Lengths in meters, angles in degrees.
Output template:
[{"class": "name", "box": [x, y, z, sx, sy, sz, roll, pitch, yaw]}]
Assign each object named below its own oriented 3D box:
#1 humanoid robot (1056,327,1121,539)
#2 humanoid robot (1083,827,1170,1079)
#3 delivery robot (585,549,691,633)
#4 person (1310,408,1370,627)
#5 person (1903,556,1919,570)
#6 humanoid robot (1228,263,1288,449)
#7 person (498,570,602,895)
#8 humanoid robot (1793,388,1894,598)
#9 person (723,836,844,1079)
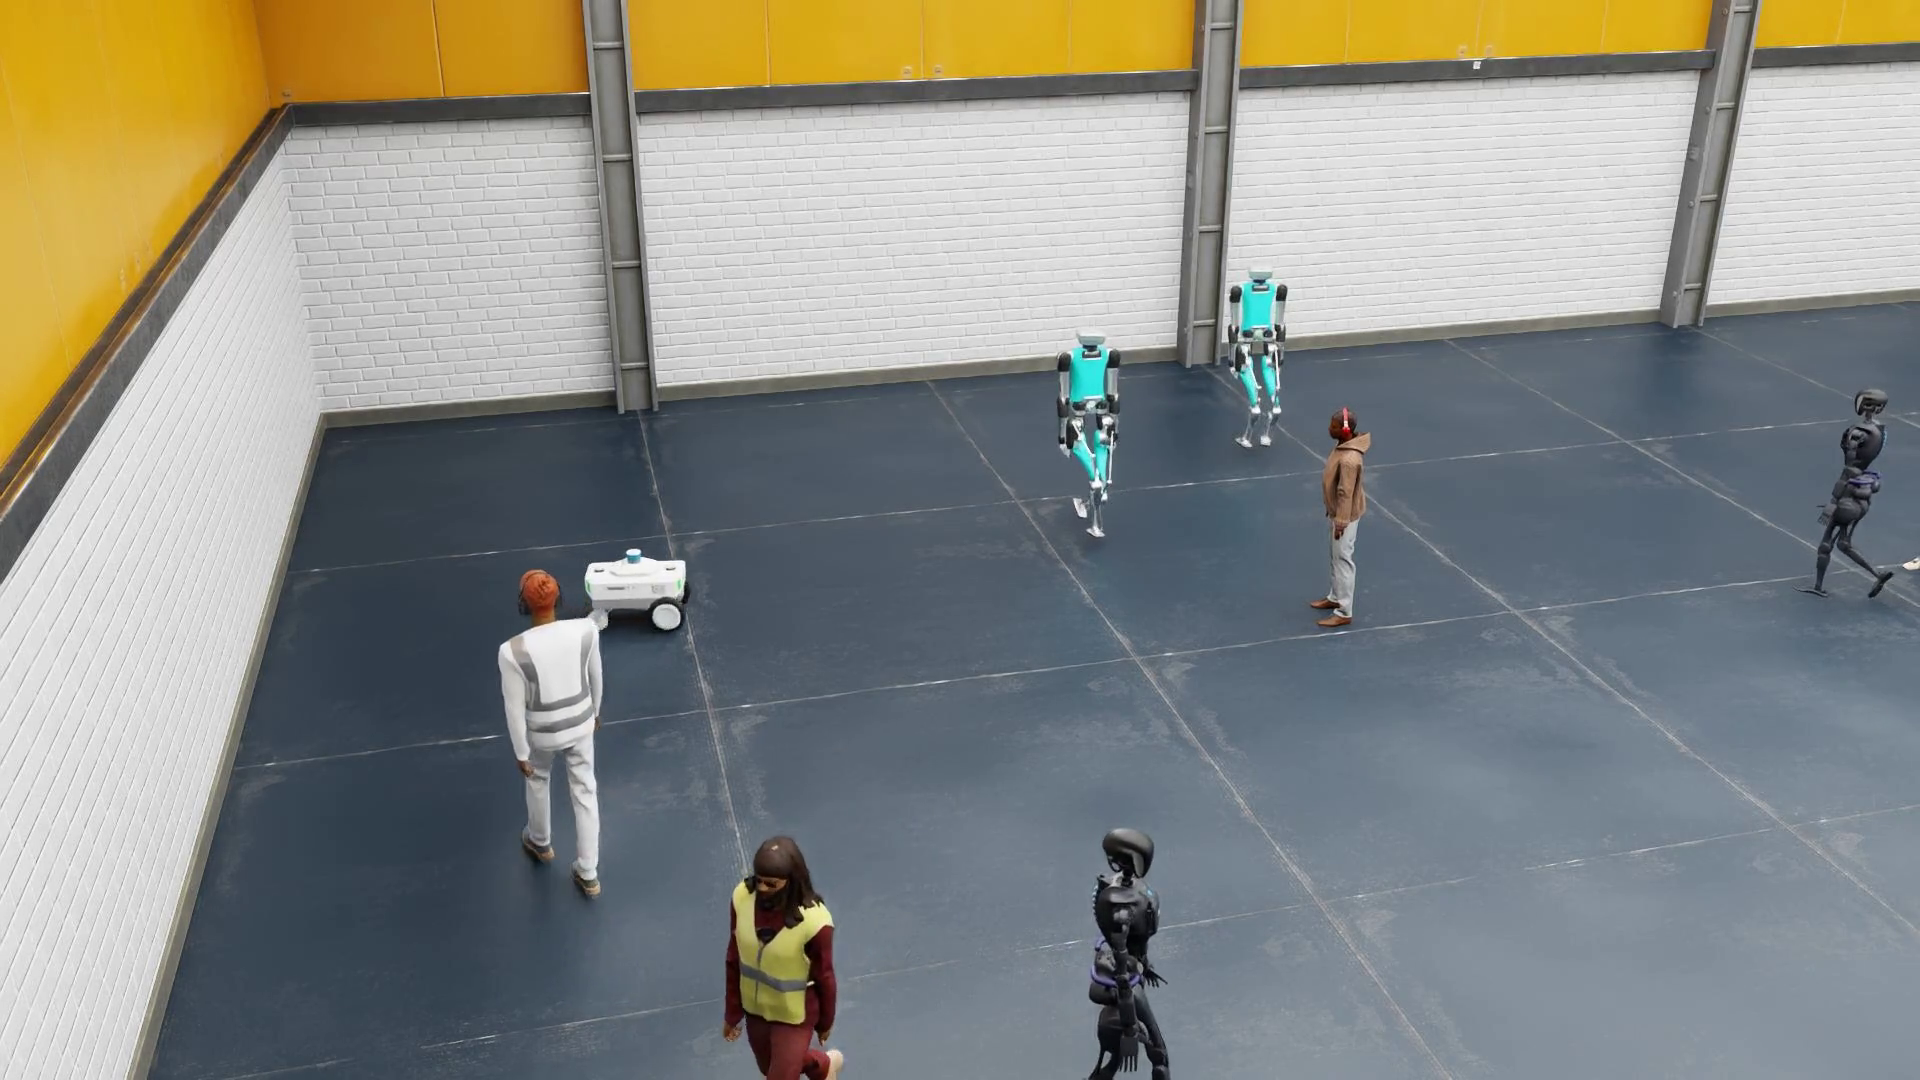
[{"class": "humanoid robot", "box": [1.094, -0.795, 13.374, 0.537, 1.739, 1.028, -6, 25, -14]}, {"class": "humanoid robot", "box": [0.700, 1.955, 7.246, 0.801, 1.633, 0.589, 4, 24, 9]}, {"class": "delivery robot", "box": [-2.354, 0.354, 12.190, 0.773, 0.586, 0.499, -2, 24, -4]}, {"class": "person", "box": [2.765, -0.171, 12.043, 0.315, 1.645, 0.460, 1, 24, 3]}, {"class": "person", "box": [7.613, -0.517, 12.686, 0.333, 1.759, 0.526, -9, 25, -19]}, {"class": "humanoid robot", "box": [2.723, -1.618, 15.045, 0.533, 1.677, 0.735, -2, 24, -4]}, {"class": "person", "box": [-2.233, 1.000, 9.123, 0.572, 1.851, 0.857, -13, 27, -27]}, {"class": "humanoid robot", "box": [6.697, -0.316, 12.355, 0.613, 1.637, 0.587, 20, 31, 38]}, {"class": "person", "box": [-0.717, 1.966, 7.074, 0.462, 1.746, 0.823, 13, 27, 28]}]
